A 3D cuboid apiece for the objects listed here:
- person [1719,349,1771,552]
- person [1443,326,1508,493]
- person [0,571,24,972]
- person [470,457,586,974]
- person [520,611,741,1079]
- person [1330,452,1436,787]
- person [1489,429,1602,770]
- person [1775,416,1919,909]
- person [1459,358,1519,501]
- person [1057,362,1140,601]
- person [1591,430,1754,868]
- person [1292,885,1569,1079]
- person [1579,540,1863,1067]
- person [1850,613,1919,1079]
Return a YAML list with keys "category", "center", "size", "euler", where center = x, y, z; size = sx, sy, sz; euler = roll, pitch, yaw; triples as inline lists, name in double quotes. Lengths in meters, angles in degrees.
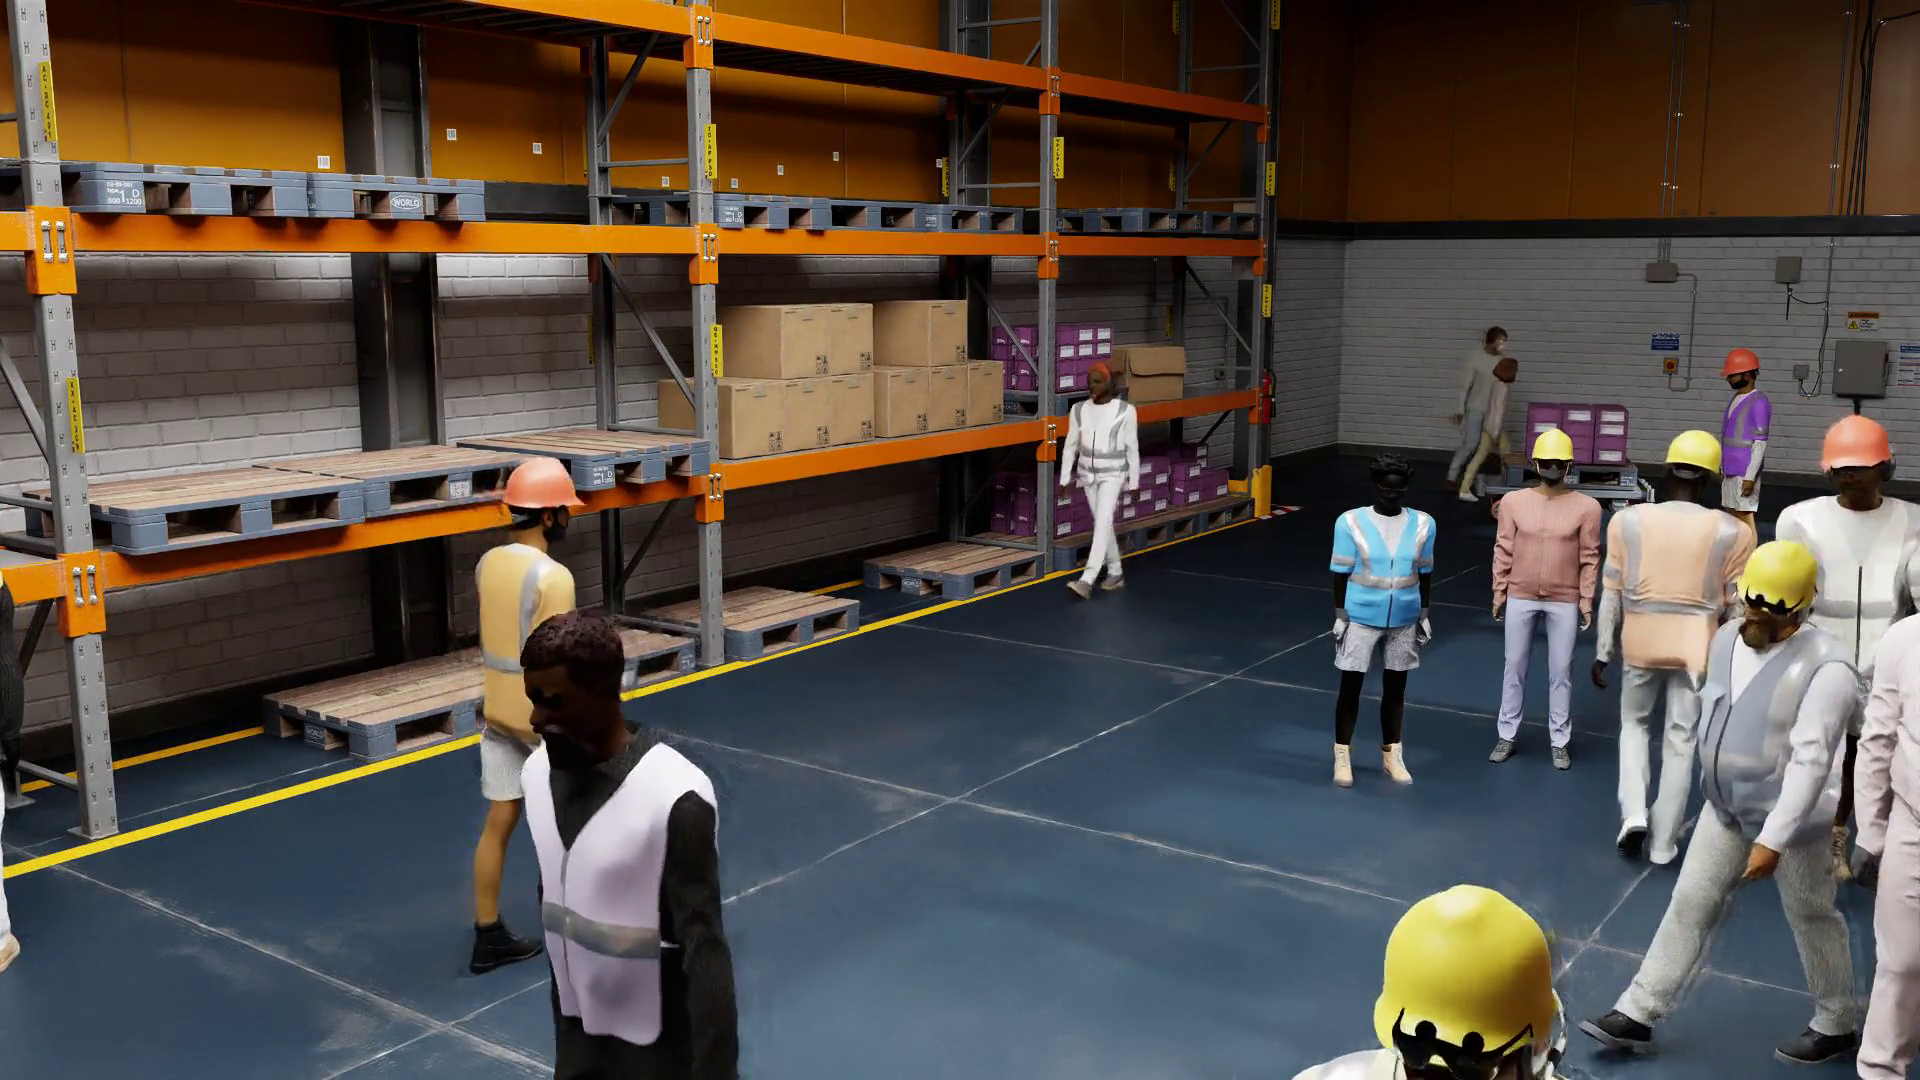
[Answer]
- category: "person"
  center: [6.228, -0.562, 13.325]
  size: [0.375, 1.927, 0.543]
  euler: [0, 10, 2]
- category: "person"
  center: [5.896, -1.461, 18.766]
  size: [0.663, 1.898, 0.472]
  euler: [-5, 11, -28]
- category: "person"
  center: [-3.754, 0.706, 6.067]
  size: [0.619, 1.836, 0.430]
  euler: [-5, 11, -26]
- category: "person"
  center: [-1.515, 0.633, 6.292]
  size: [0.552, 1.898, 0.916]
  euler: [7, 12, 38]
- category: "person"
  center: [-0.667, 1.065, 3.738]
  size: [0.642, 1.888, 0.747]
  euler: [8, 13, 41]
- category: "person"
  center: [2.108, 0.395, 8.322]
  size: [0.535, 1.691, 0.322]
  euler: [0, 10, -3]
- category: "person"
  center: [3.026, 0.306, 8.627]
  size: [0.525, 1.772, 0.306]
  euler: [4, 10, 24]
- category: "person"
  center: [3.625, 0.508, 6.718]
  size: [0.643, 1.996, 0.969]
  euler: [3, 10, 19]
- category: "person"
  center: [5.851, -1.182, 18.031]
  size: [0.859, 1.568, 0.606]
  euler: [1, 10, 5]
- category: "person"
  center: [1.056, -0.461, 13.004]
  size: [0.593, 1.824, 1.000]
  euler: [7, 12, 34]
- category: "person"
  center: [3.077, 0.475, 7.212]
  size: [0.611, 1.902, 0.429]
  euler: [5, 11, 26]
- category: "person"
  center: [0.629, 1.356, 2.262]
  size: [0.629, 1.799, 0.785]
  euler: [6, 11, 33]
- category: "person"
  center: [2.542, 0.862, 5.330]
  size: [0.932, 1.764, 0.596]
  euler: [-3, 10, -16]
- category: "person"
  center: [2.881, 0.890, 4.732]
  size: [0.637, 1.911, 0.403]
  euler: [7, 12, 35]
